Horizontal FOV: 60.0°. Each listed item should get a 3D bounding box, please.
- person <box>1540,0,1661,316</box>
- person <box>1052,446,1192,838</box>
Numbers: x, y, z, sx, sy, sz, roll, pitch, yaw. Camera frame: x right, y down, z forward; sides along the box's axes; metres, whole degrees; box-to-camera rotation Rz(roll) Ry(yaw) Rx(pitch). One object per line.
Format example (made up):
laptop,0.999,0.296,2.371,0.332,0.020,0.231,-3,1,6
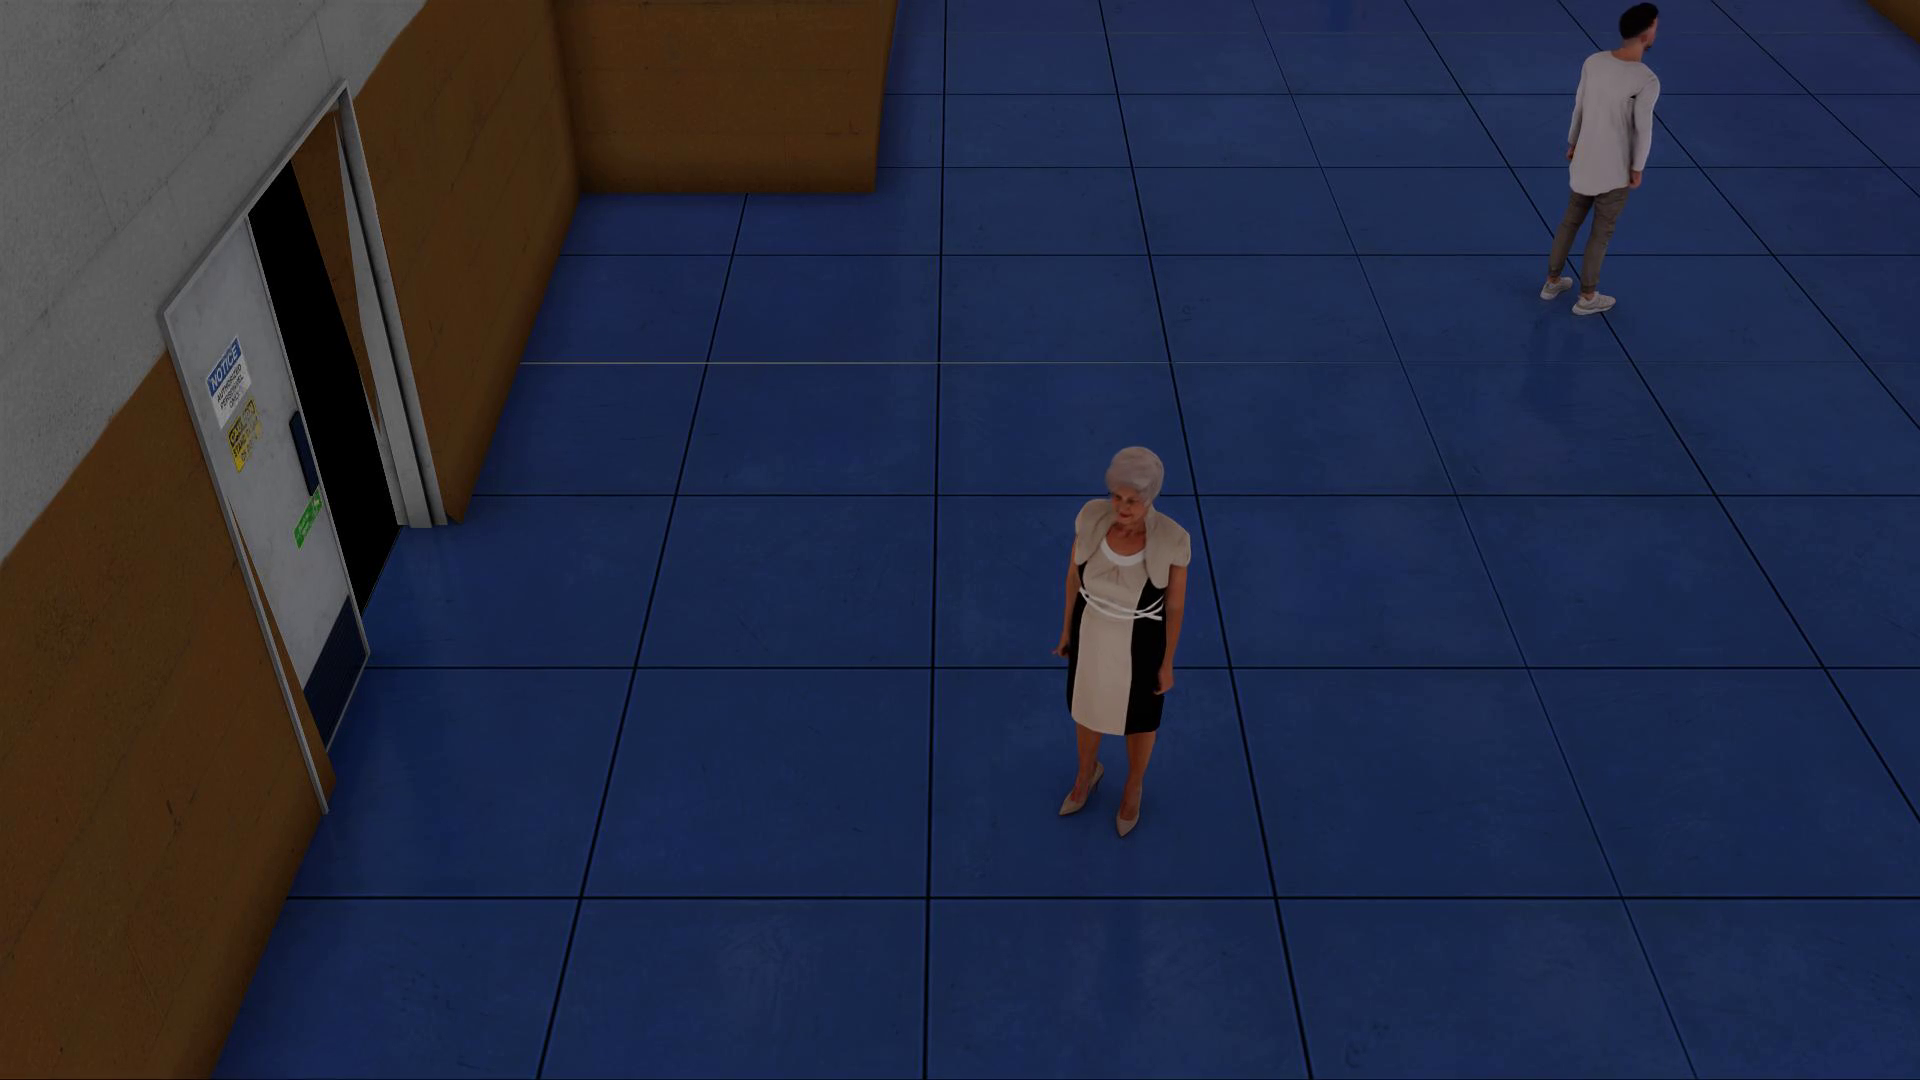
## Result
person,3.724,-2.201,9.610,0.757,1.840,0.753,-22,42,-26
person,0.605,0.386,6.236,0.639,1.754,0.770,18,41,23
